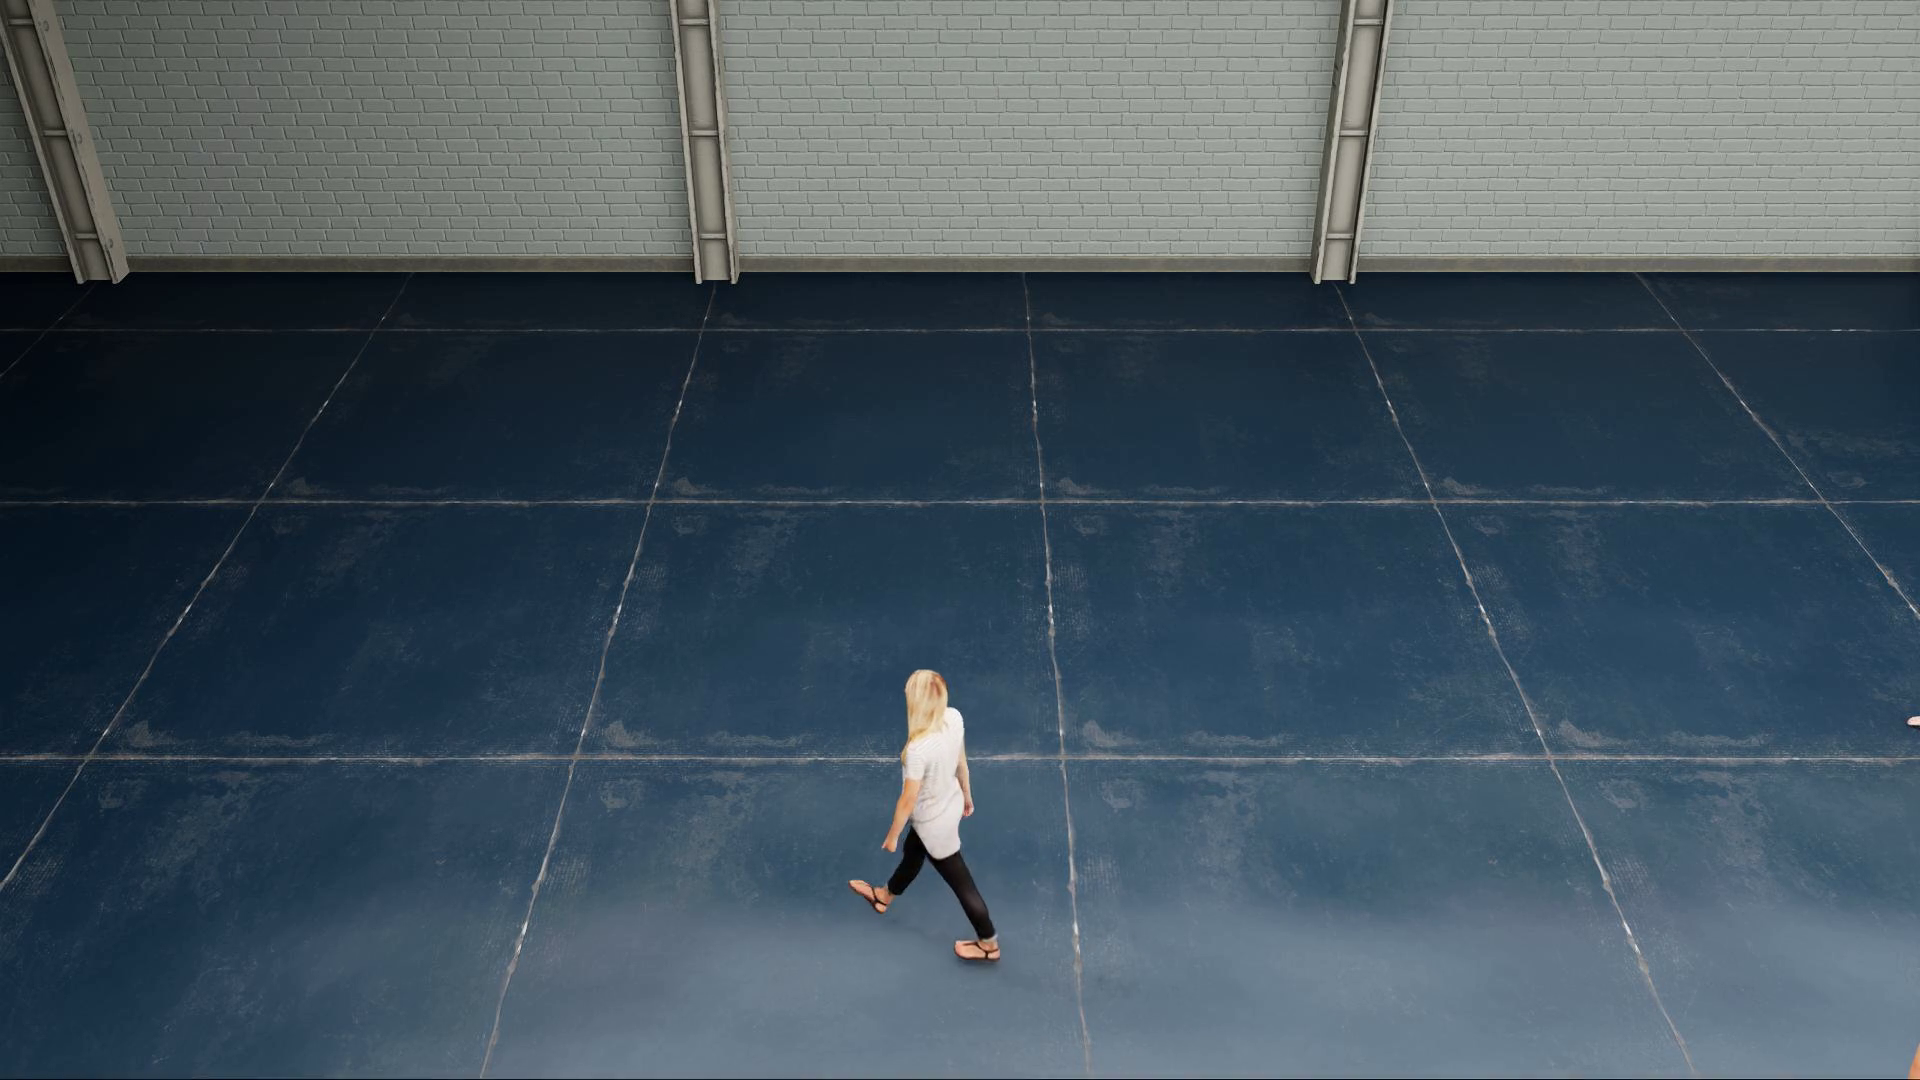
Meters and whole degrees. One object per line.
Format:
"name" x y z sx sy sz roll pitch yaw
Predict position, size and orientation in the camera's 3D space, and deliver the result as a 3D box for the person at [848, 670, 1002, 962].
"person" -0.022 1.453 8.426 1.242 1.775 0.948 14 36 20
